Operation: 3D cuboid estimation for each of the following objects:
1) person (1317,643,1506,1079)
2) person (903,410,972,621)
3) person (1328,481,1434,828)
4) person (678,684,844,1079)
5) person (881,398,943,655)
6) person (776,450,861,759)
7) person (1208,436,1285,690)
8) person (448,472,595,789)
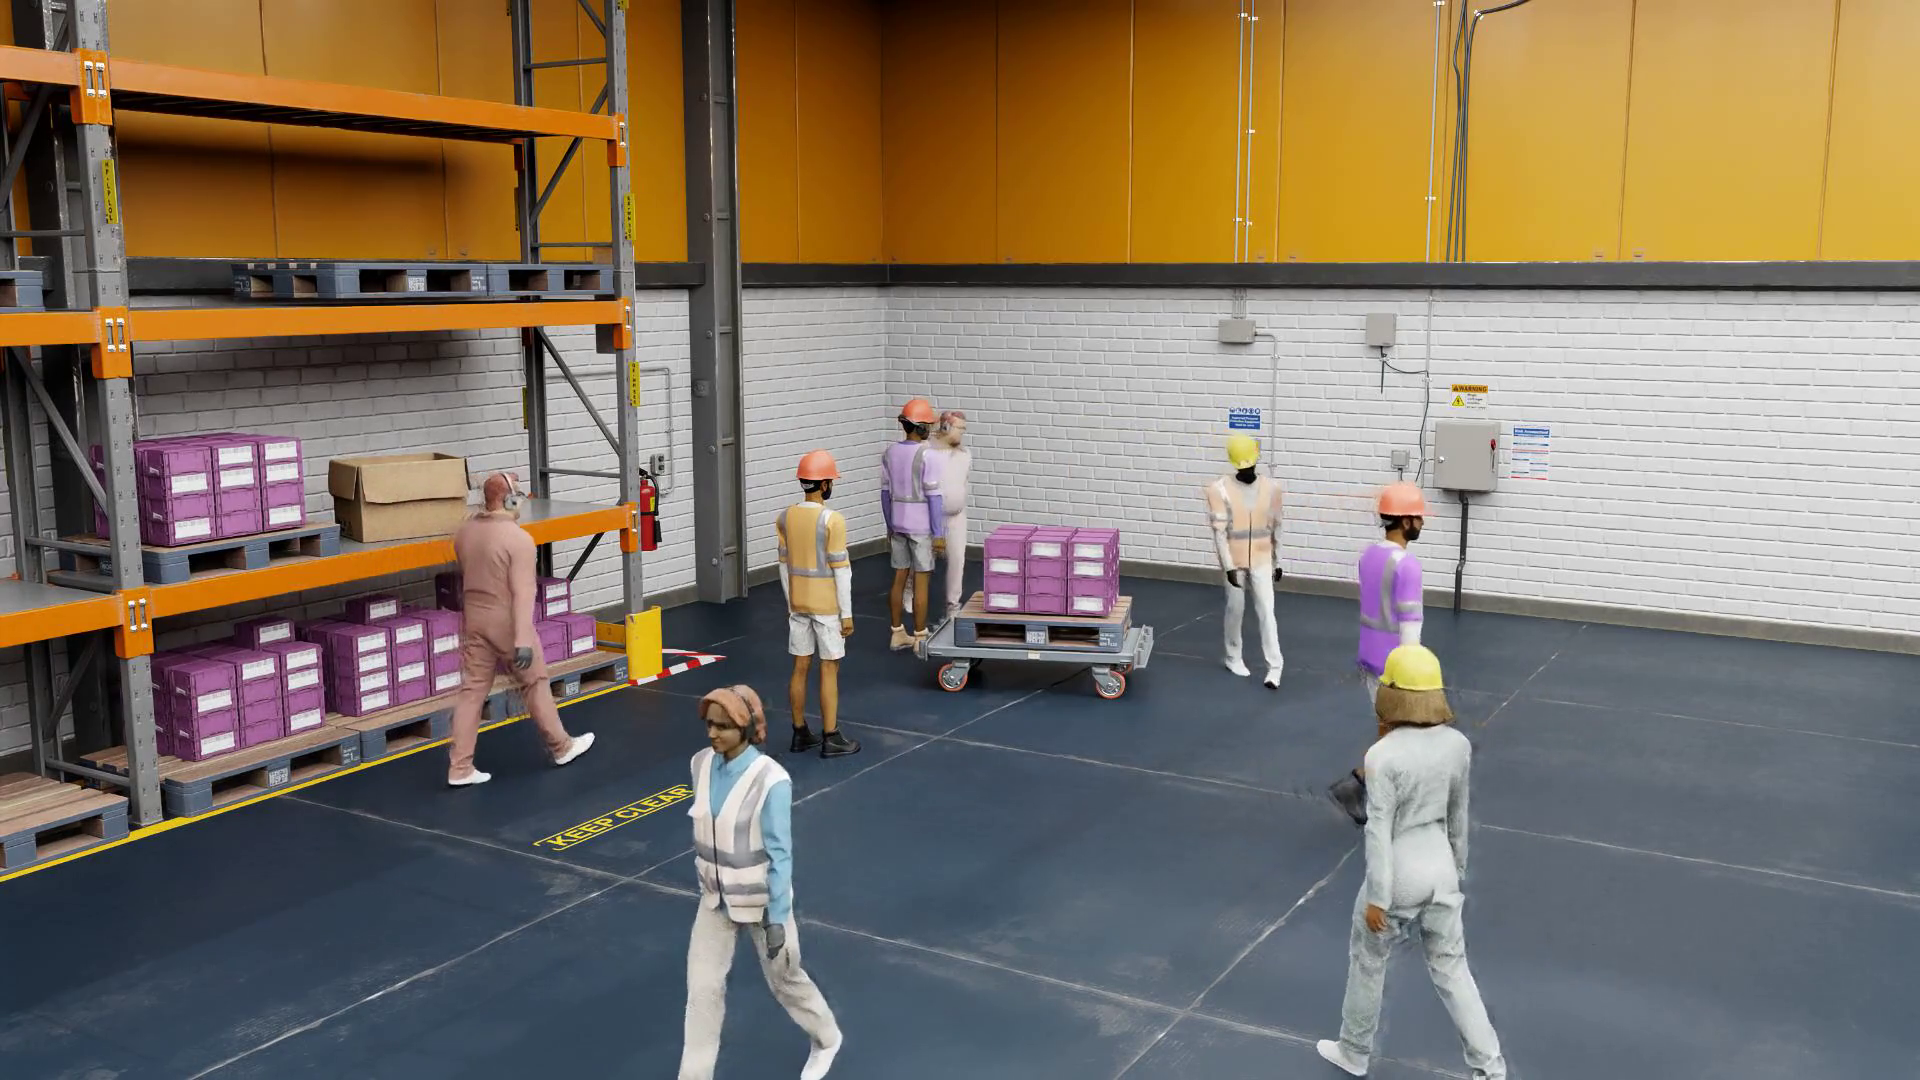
[{"bbox_3d":[1.679,1.225,6.013,0.496,1.709,0.861,-5,10,-26],"label":"person"},{"bbox_3d":[-0.191,-0.213,14.501,0.655,1.867,0.886,-5,10,-28],"label":"person"},{"bbox_3d":[2.297,0.643,8.957,0.521,1.927,0.560,-2,9,-11],"label":"person"},{"bbox_3d":[-0.736,1.283,5.999,0.528,1.598,0.849,7,12,38],"label":"person"},{"bbox_3d":[-0.352,-0.110,13.300,0.611,2.042,0.394,9,13,44],"label":"person"},{"bbox_3d":[-0.887,0.401,10.437,0.545,1.938,0.354,6,11,35],"label":"person"},{"bbox_3d":[2.112,0.152,12.260,0.596,1.858,0.883,-1,9,-4],"label":"person"},{"bbox_3d":[-2.686,0.519,9.951,0.692,1.853,0.990,6,11,33],"label":"person"}]
